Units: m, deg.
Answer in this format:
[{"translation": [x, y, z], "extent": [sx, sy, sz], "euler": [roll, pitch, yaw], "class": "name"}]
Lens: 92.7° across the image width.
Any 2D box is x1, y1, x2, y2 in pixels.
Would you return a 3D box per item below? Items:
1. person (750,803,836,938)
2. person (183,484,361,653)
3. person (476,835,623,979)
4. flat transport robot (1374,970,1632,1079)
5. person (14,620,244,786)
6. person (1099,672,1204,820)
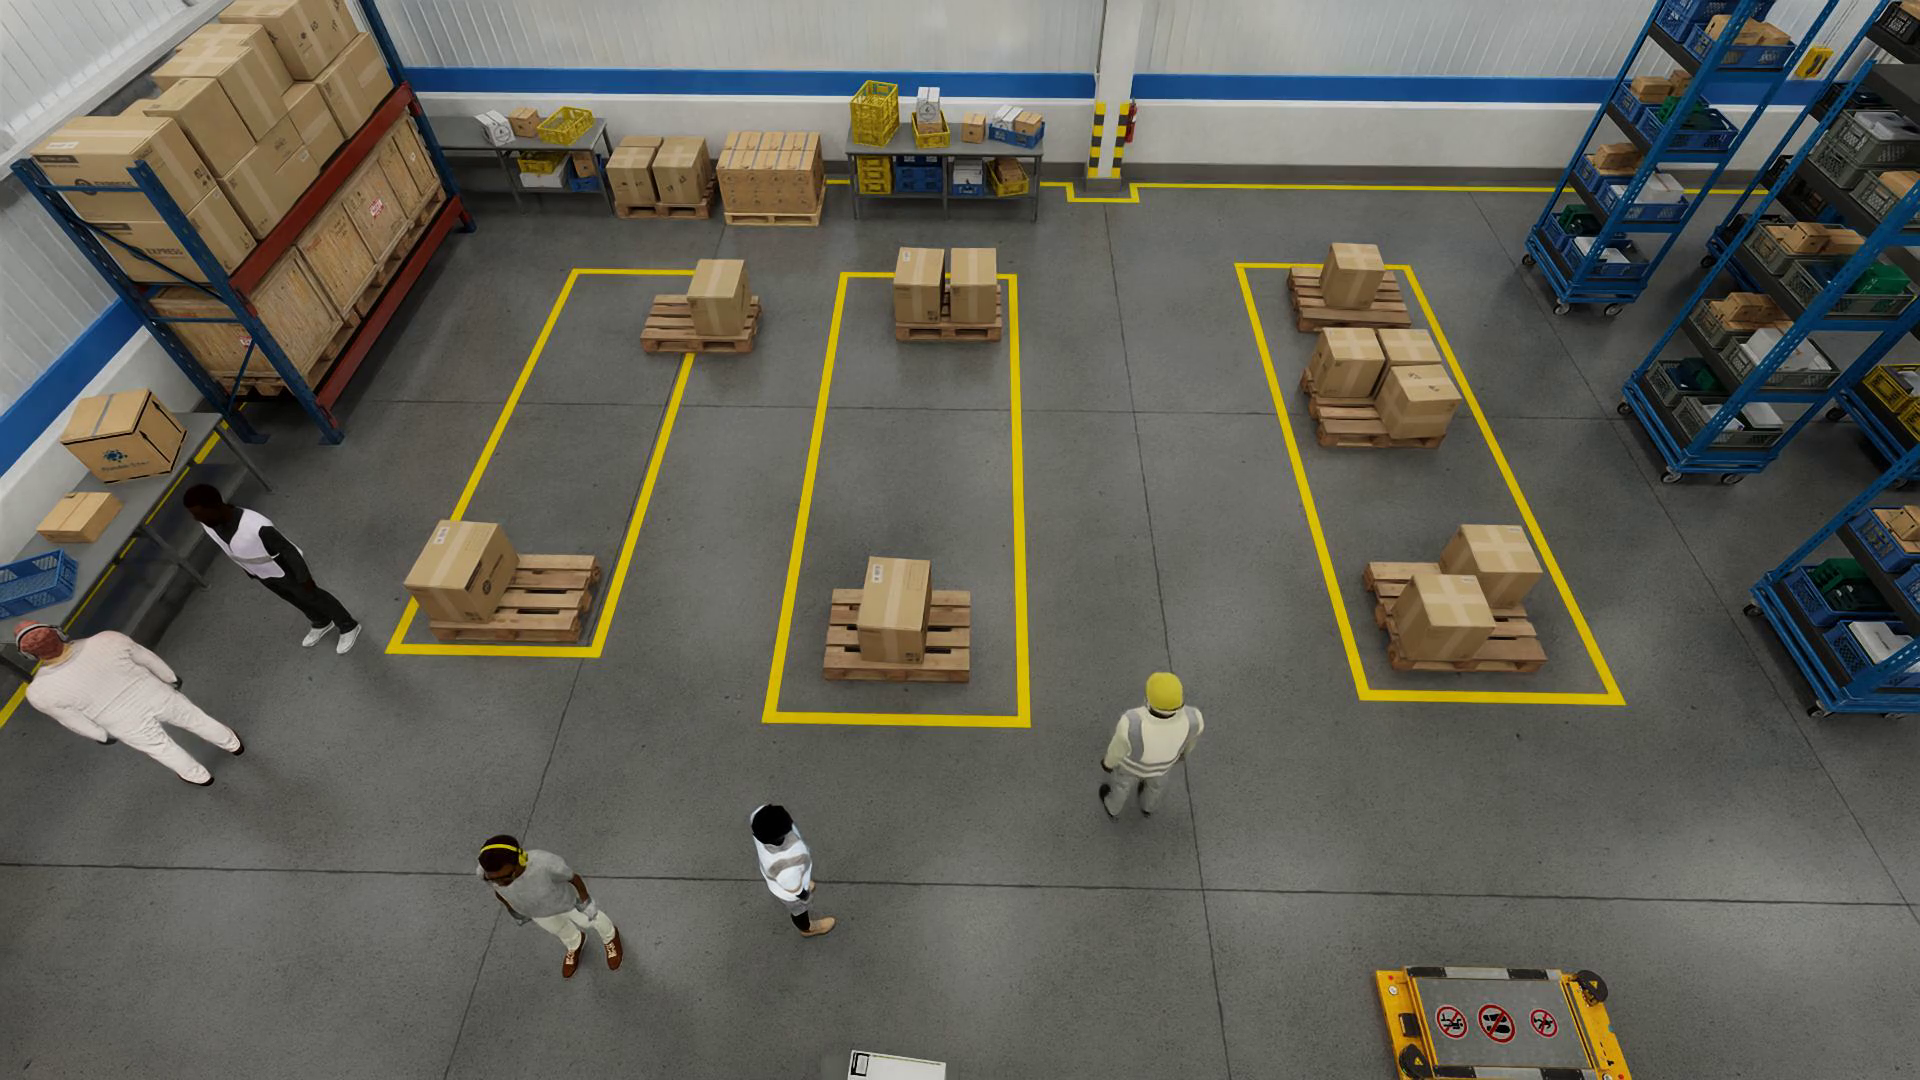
[{"translation": [-1.089, 2.101, 5.841], "extent": [0.318, 1.696, 0.535], "euler": [-26, 55, -19], "class": "person"}, {"translation": [-5.402, 0.219, 7.234], "extent": [0.599, 1.917, 0.377], "euler": [11, 52, 8], "class": "person"}, {"translation": [-2.504, 2.248, 5.609], "extent": [0.517, 1.875, 0.325], "euler": [-6, 51, -5], "class": "person"}, {"translation": [3.501, 3.133, 5.914], "extent": [1.431, 0.197, 0.652], "euler": [1, 51, 1], "class": "flat transport robot"}, {"translation": [-5.868, 1.154, 6.480], "extent": [0.409, 1.909, 0.640], "euler": [21, 54, 16], "class": "person"}, {"translation": [1.283, 1.449, 6.287], "extent": [0.617, 1.831, 0.404], "euler": [-6, 51, -5], "class": "person"}]
